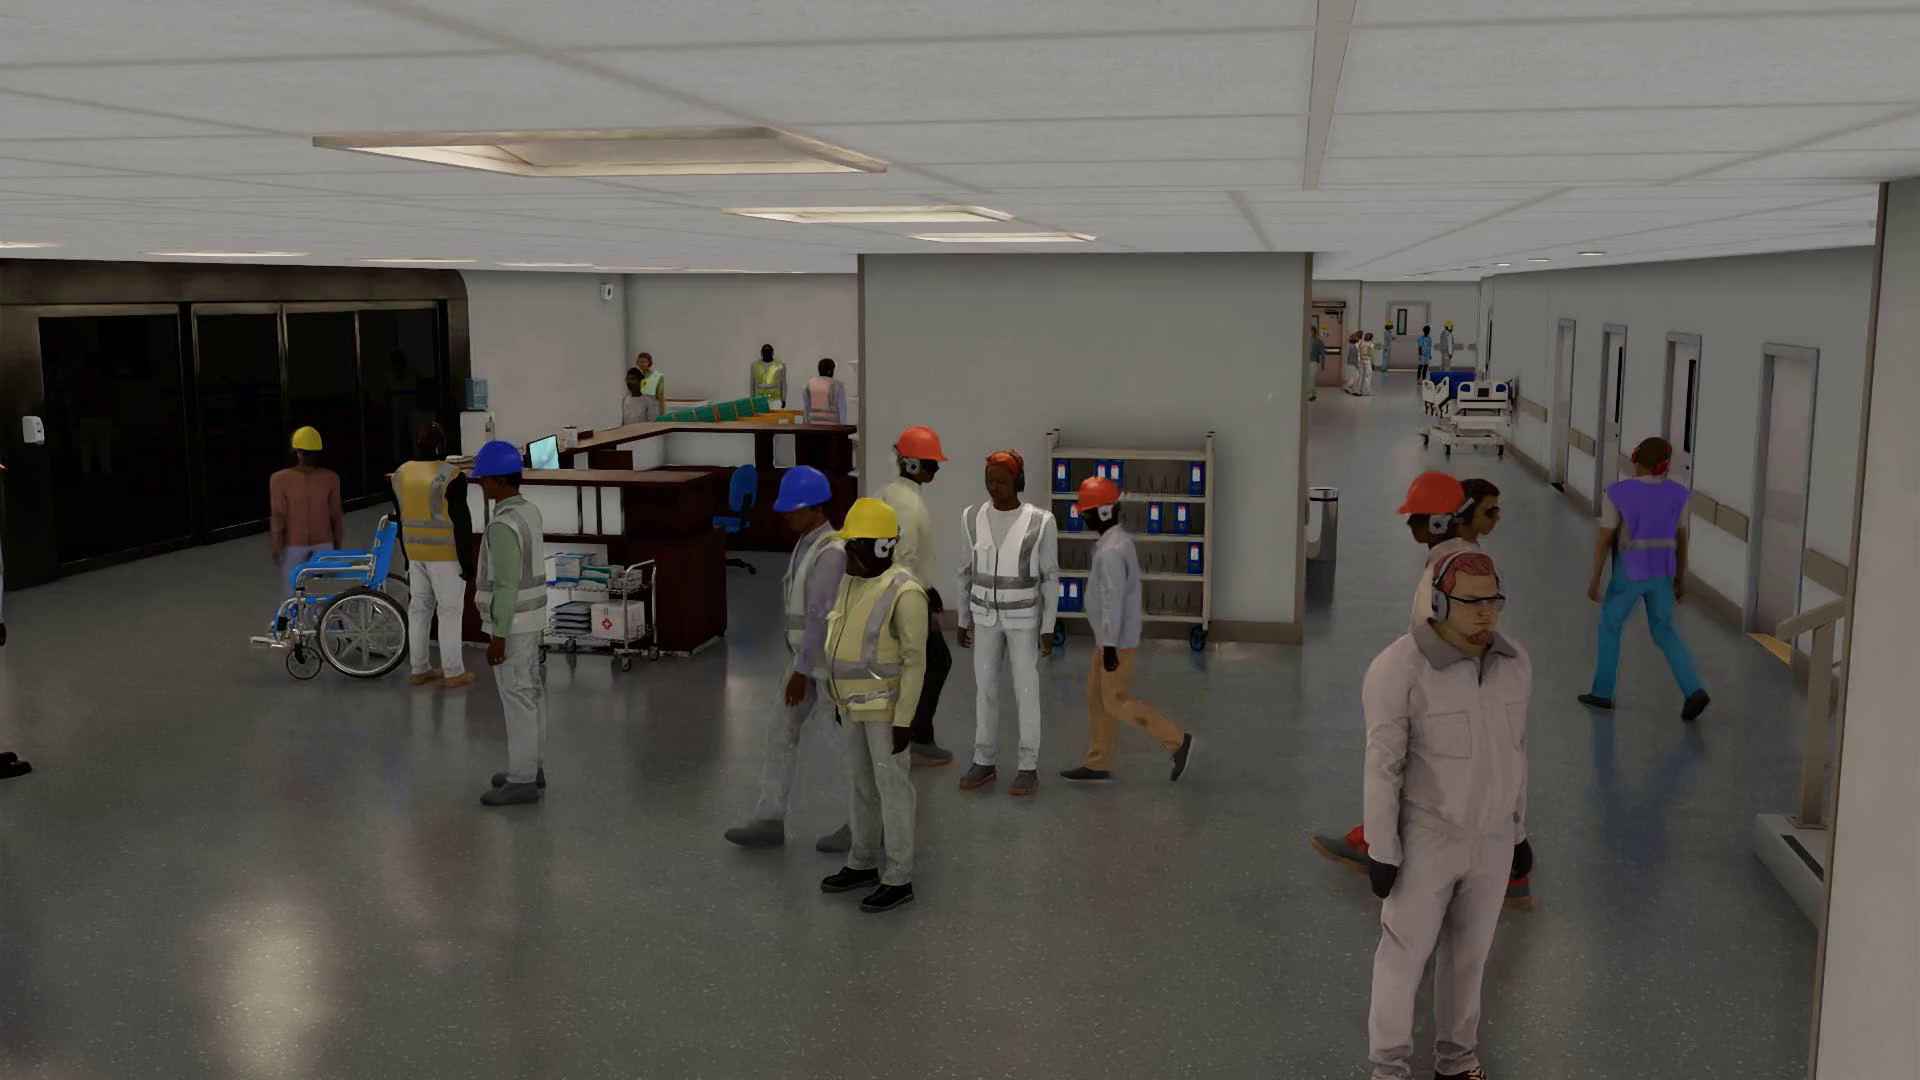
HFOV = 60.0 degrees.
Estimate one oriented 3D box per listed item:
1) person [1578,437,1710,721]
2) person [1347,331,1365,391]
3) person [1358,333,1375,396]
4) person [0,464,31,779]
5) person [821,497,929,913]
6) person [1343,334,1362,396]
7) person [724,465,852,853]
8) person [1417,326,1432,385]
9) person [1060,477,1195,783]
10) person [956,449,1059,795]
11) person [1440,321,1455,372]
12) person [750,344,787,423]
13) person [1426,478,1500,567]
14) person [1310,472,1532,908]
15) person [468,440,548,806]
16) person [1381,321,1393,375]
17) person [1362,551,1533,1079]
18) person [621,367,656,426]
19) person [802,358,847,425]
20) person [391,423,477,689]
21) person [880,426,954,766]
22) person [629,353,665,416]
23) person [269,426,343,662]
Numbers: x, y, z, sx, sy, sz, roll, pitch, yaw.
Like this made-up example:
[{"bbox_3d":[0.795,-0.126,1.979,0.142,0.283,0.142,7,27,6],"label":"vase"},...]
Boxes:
[{"bbox_3d":[4.381,0.248,10.636,0.618,1.810,0.819,-2,9,-12],"label":"person"},{"bbox_3d":[10.756,-4.852,45.013,0.549,1.622,0.561,-8,12,-42],"label":"person"},{"bbox_3d":[10.511,-4.537,42.957,0.318,1.630,0.514,-5,10,-28],"label":"person"},{"bbox_3d":[-5.493,0.382,9.325,0.545,1.929,0.390,8,11,41],"label":"person"},{"bbox_3d":[-0.393,0.721,7.381,0.403,1.835,0.586,-6,10,-35],"label":"person"},{"bbox_3d":[10.121,-4.489,42.710,0.389,1.610,0.531,2,9,11],"label":"person"},{"bbox_3d":[-0.785,0.597,7.984,0.846,1.903,0.599,-4,9,-24],"label":"person"},{"bbox_3d":[13.379,-5.312,47.855,0.538,1.698,0.320,-6,10,-35],"label":"person"},{"bbox_3d":[0.928,0.513,9.142,0.680,1.715,0.609,1,9,6],"label":"person"},{"bbox_3d":[0.250,0.443,9.054,0.585,1.882,0.337,4,9,25],"label":"person"},{"bbox_3d":[14.223,-5.477,48.521,0.404,1.827,0.602,-1,9,-9],"label":"person"},{"bbox_3d":[-3.223,-2.376,27.949,0.632,1.836,0.429,0,9,3],"label":"person"},{"bbox_3d":[2.464,0.592,8.312,0.411,1.823,0.528,5,10,29],"label":"person"},{"bbox_3d":[2.125,0.661,7.478,1.041,1.931,0.627,4,9,24],"label":"person"},{"bbox_3d":[-2.395,0.437,8.889,0.386,1.948,0.604,-1,9,-3],"label":"person"},{"bbox_3d":[13.736,-6.163,53.361,0.321,1.742,0.492,5,10,29],"label":"person"},{"bbox_3d":[1.620,0.976,5.448,0.652,1.906,0.402,-4,9,-23],"label":"person"},{"bbox_3d":[-3.634,-1.003,18.689,0.514,1.876,0.328,5,10,28],"label":"person"},{"bbox_3d":[-1.755,-1.467,21.881,0.624,1.844,0.430,4,9,24],"label":"person"},{"bbox_3d":[-3.602,0.109,11.467,0.619,1.835,0.430,4,10,27],"label":"person"},{"bbox_3d":[-0.256,0.327,9.560,0.614,1.962,0.608,-3,9,-17],"label":"person"},{"bbox_3d":[-4.677,-1.896,24.896,0.578,1.807,0.658,4,9,24],"label":"person"},{"bbox_3d":[-4.831,0.022,12.287,0.535,1.751,0.507,-7,11,-37],"label":"person"}]
